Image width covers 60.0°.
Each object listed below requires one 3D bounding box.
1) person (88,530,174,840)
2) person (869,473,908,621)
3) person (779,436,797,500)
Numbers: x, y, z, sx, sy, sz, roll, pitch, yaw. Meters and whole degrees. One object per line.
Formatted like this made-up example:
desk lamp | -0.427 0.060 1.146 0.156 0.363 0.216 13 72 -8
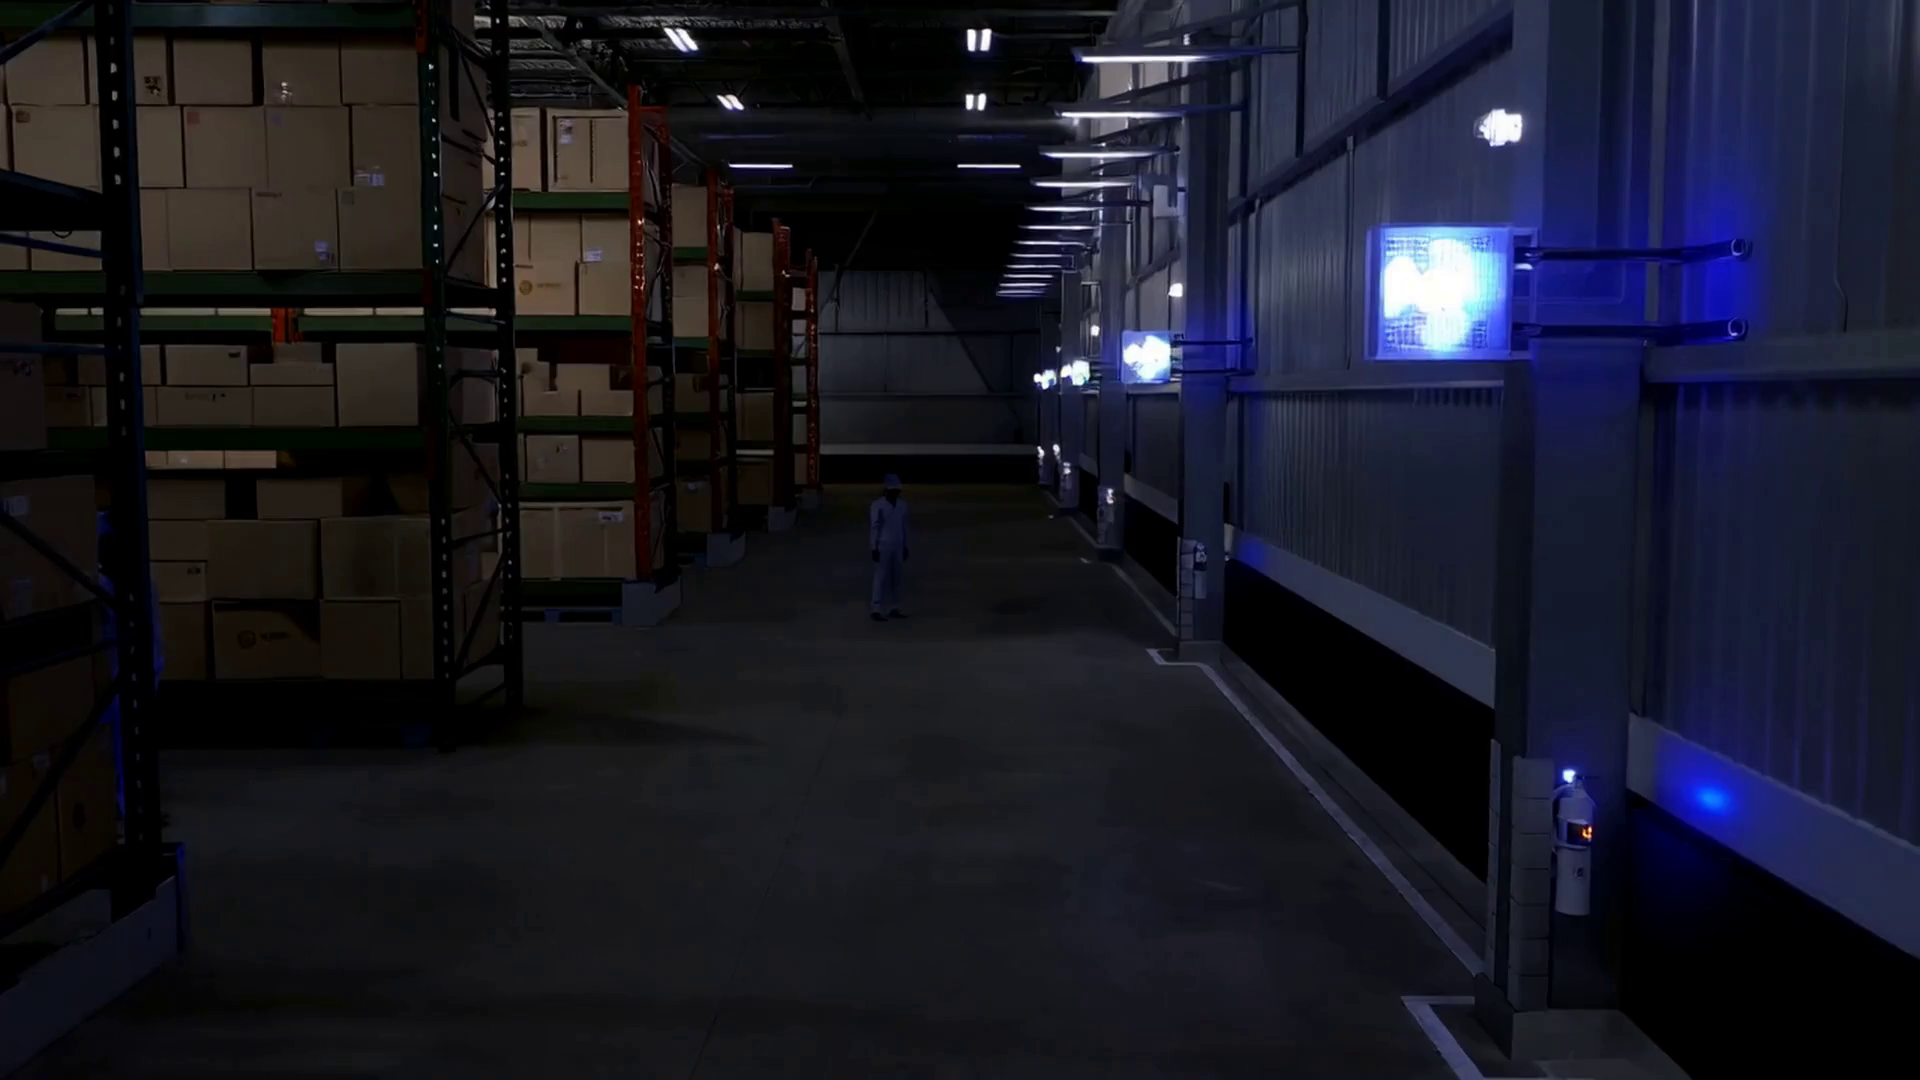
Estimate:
person | -5.001 0.851 9.973 0.429 1.846 0.626 1 5 9
person | -0.811 0.076 19.591 0.573 1.743 0.350 -5 7 -44
person | -3.939 -1.522 37.265 0.403 1.906 0.651 4 6 38
